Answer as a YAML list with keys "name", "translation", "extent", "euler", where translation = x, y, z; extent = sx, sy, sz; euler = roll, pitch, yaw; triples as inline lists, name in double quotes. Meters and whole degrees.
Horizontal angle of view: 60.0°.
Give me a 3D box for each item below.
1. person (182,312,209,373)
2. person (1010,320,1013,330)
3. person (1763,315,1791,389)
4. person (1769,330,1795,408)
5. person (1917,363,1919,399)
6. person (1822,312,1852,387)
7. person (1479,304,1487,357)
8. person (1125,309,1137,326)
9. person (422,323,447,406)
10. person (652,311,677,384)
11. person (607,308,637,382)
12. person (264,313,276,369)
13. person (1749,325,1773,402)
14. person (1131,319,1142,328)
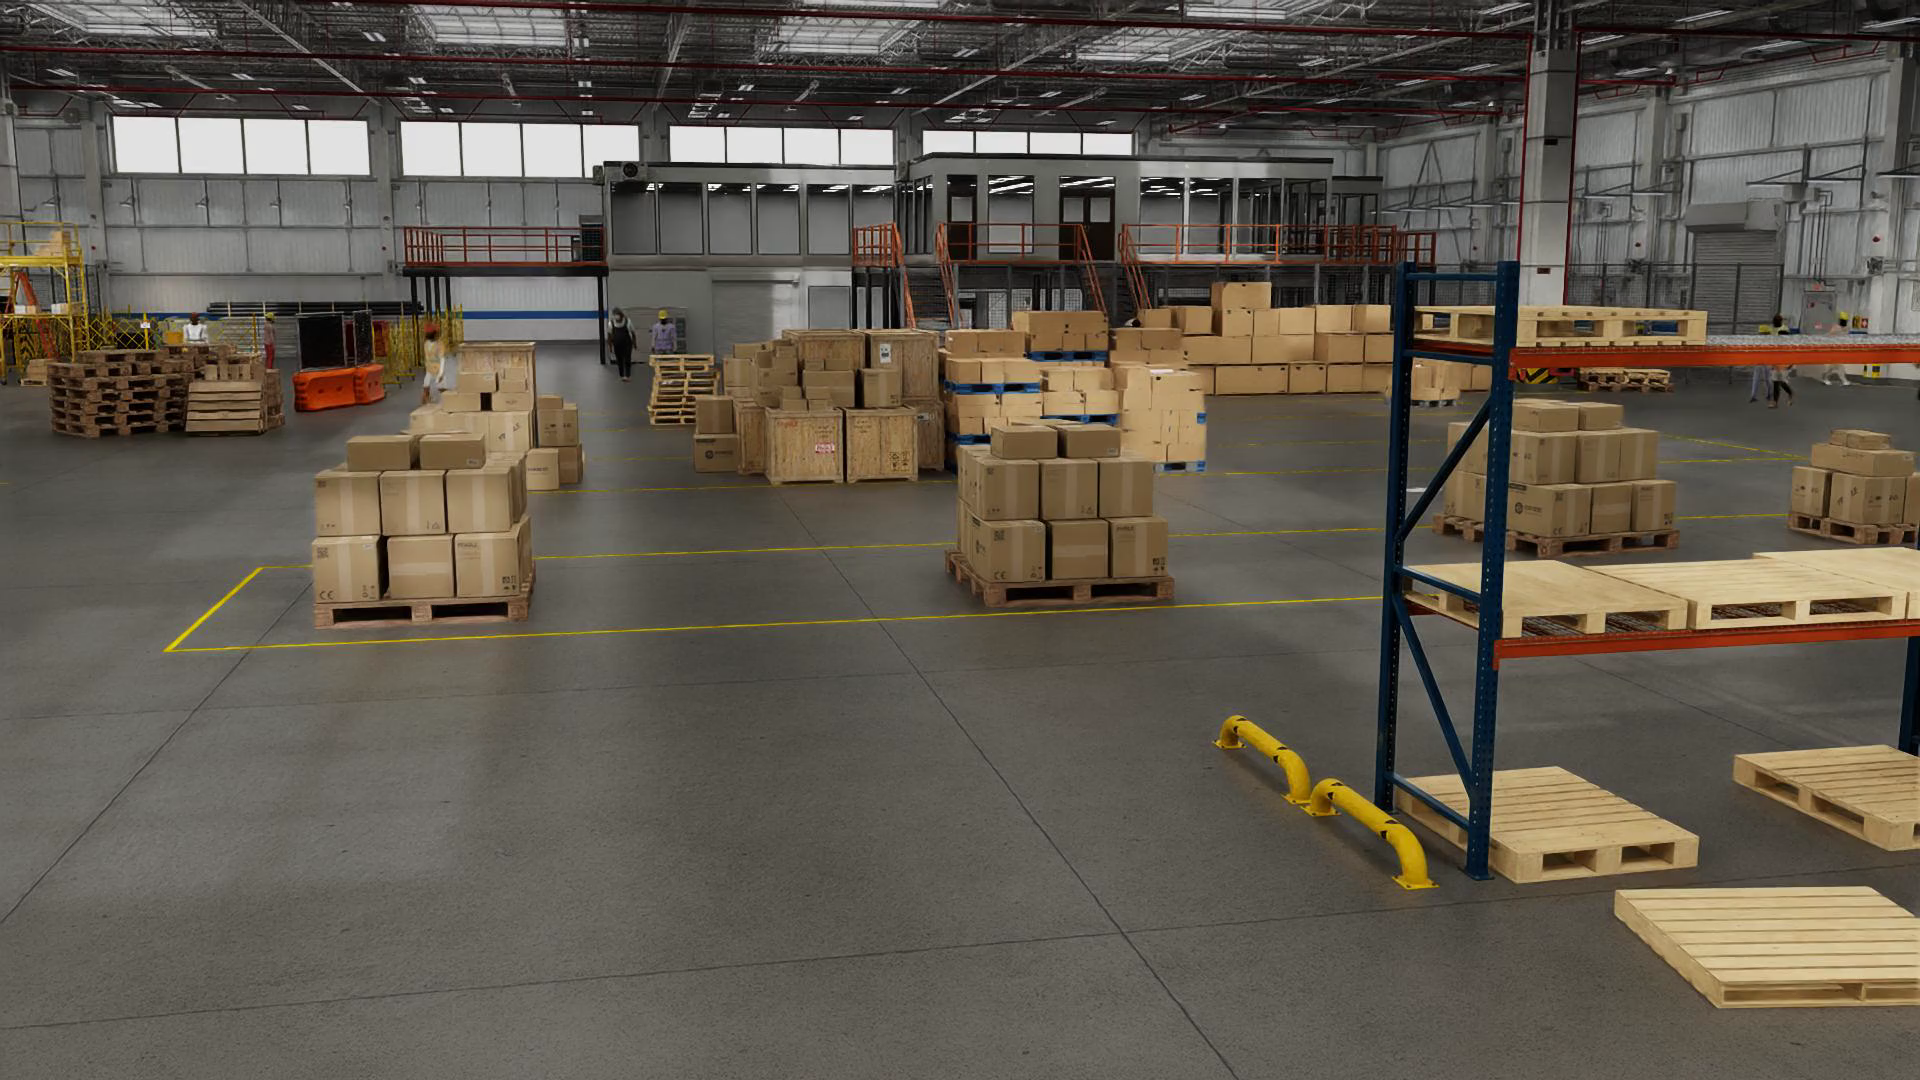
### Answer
- name: "person"
  translation: [-19.406, -4.837, 42.198]
  extent: [0.590, 1.856, 0.741]
  euler: [-2, 10, -12]
- name: "person"
  translation: [1.218, -3.410, 33.178]
  extent: [0.663, 1.987, 1.013]
  euler: [-2, 10, -13]
- name: "person"
  translation: [20.184, -4.659, 41.207]
  extent: [0.653, 1.829, 0.521]
  euler: [8, 12, 41]
- name: "person"
  translation: [17.535, -3.636, 35.414]
  extent: [0.465, 1.680, 0.553]
  euler: [-4, 10, -24]
- name: "person"
  translation: [21.747, -4.056, 37.306]
  extent: [0.548, 1.915, 0.831]
  euler: [1, 9, 3]
- name: "person"
  translation: [22.269, -4.830, 42.147]
  extent: [0.594, 1.875, 0.990]
  euler: [-4, 10, -24]
- name: "person"
  translation: [14.324, -5.471, 45.662]
  extent: [0.382, 1.995, 0.612]
  euler: [0, 9, -3]
- name: "person"
  translation: [4.535, -5.026, 43.130]
  extent: [0.379, 1.937, 0.629]
  euler: [-8, 12, -41]
- name: "person"
  translation: [-10.394, -3.285, 32.622]
  extent: [0.569, 1.896, 0.930]
  euler: [4, 10, 25]
- name: "person"
  translation: [-7.544, -4.892, 42.407]
  extent: [0.606, 1.900, 0.584]
  euler: [1, 9, 5]
- name: "person"
  translation: [-8.881, -5.163, 43.650]
  extent: [0.722, 2.000, 1.047]
  euler: [0, 9, -1]
- name: "person"
  translation: [-19.039, -5.399, 45.953]
  extent: [0.519, 1.757, 0.339]
  euler: [9, 13, 44]
- name: "person"
  translation: [18.051, -3.972, 37.326]
  extent: [0.525, 1.733, 0.861]
  euler: [9, 13, 42]
- name: "person"
  translation: [3.865, -3.919, 36.577]
  extent: [0.520, 1.874, 0.327]
  euler: [0, 9, -1]
